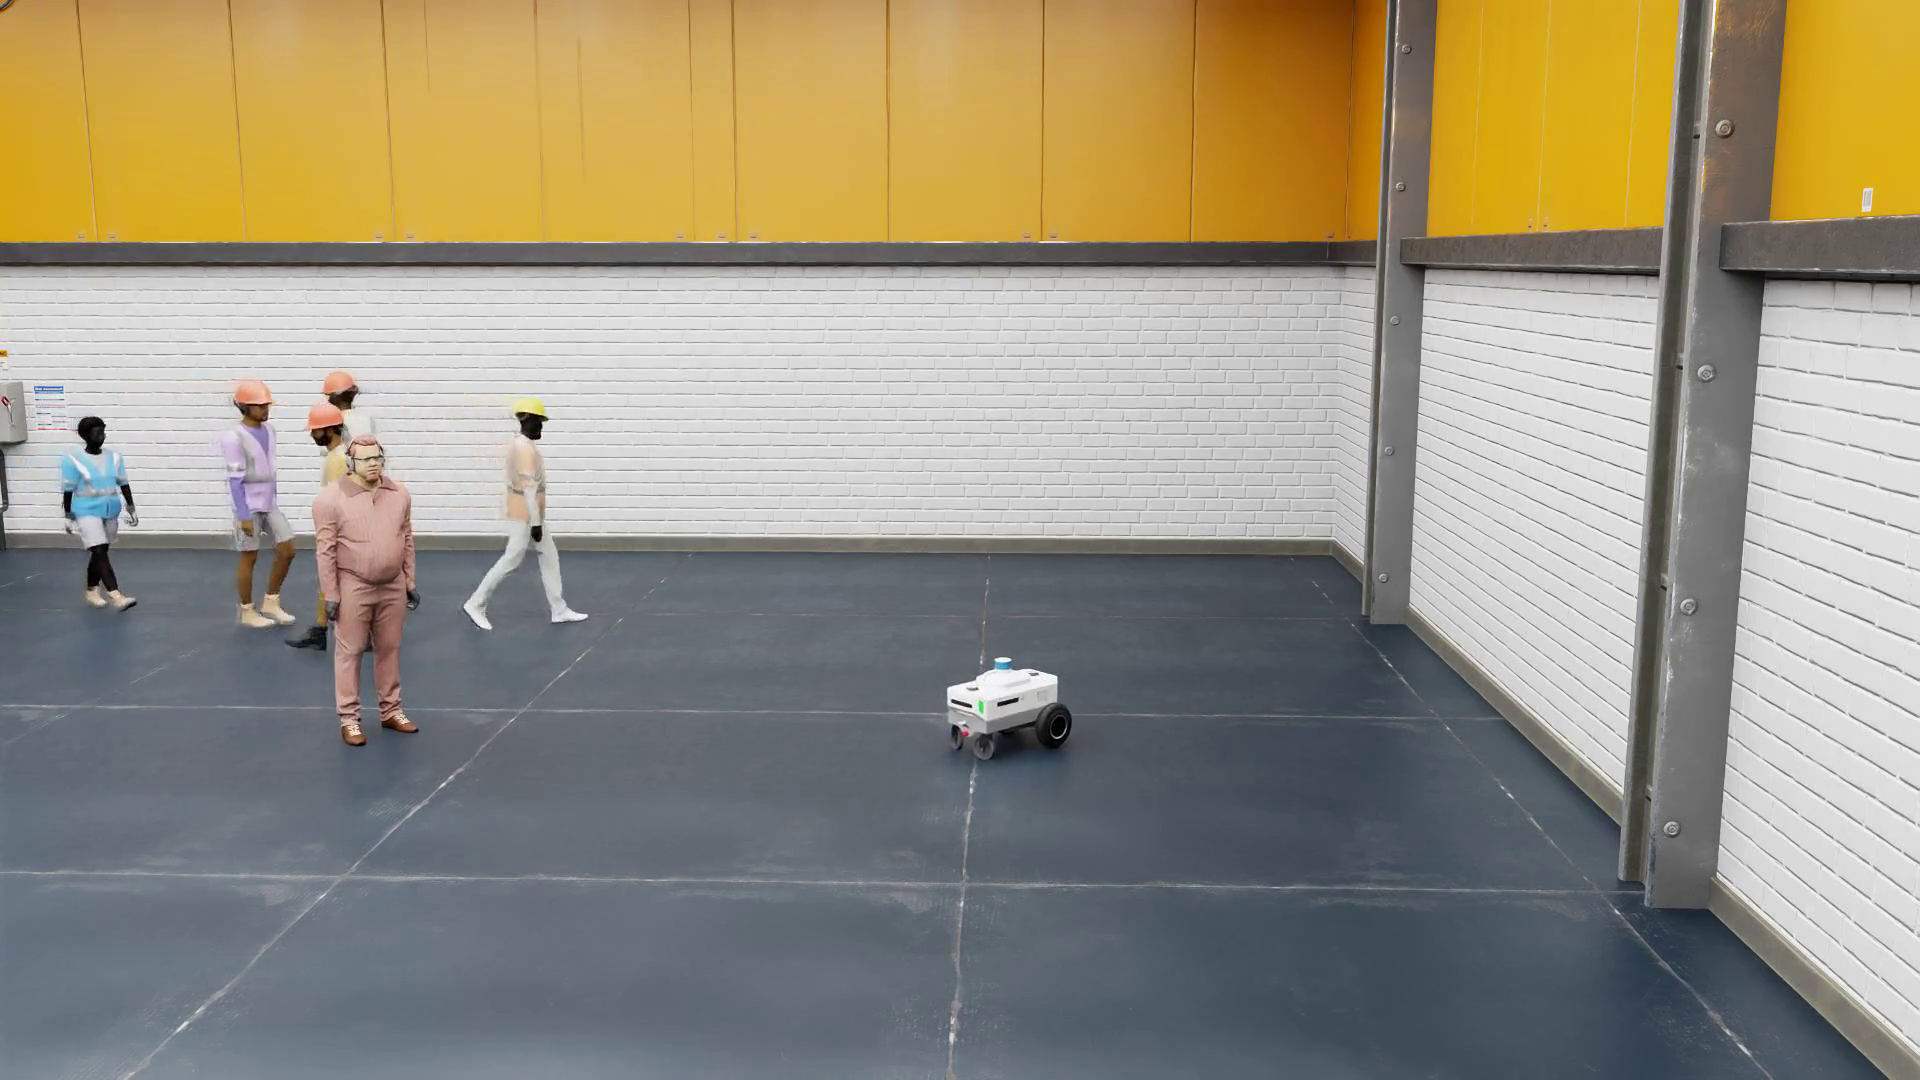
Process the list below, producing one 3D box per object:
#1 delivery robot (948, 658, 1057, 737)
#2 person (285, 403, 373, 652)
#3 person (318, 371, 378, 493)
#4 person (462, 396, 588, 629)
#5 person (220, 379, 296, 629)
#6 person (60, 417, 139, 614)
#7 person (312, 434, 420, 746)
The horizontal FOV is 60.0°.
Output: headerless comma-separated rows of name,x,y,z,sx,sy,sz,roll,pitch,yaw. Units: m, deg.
delivery robot,0.259,0.959,10.096,0.707,0.478,0.477,-9,13,-43
person,-4.729,-0.066,12.427,0.881,1.900,0.557,-3,10,-18
person,-5.238,-0.426,14.205,0.447,2.028,0.606,3,10,16
person,-3.567,-0.225,13.442,0.961,1.869,0.631,-3,10,-16
person,-5.573,-0.270,13.262,0.604,2.017,0.622,3,10,16
person,-7.189,-0.208,13.969,0.855,1.646,0.544,5,11,29
person,-3.636,0.296,10.296,0.399,1.909,0.642,8,13,41
